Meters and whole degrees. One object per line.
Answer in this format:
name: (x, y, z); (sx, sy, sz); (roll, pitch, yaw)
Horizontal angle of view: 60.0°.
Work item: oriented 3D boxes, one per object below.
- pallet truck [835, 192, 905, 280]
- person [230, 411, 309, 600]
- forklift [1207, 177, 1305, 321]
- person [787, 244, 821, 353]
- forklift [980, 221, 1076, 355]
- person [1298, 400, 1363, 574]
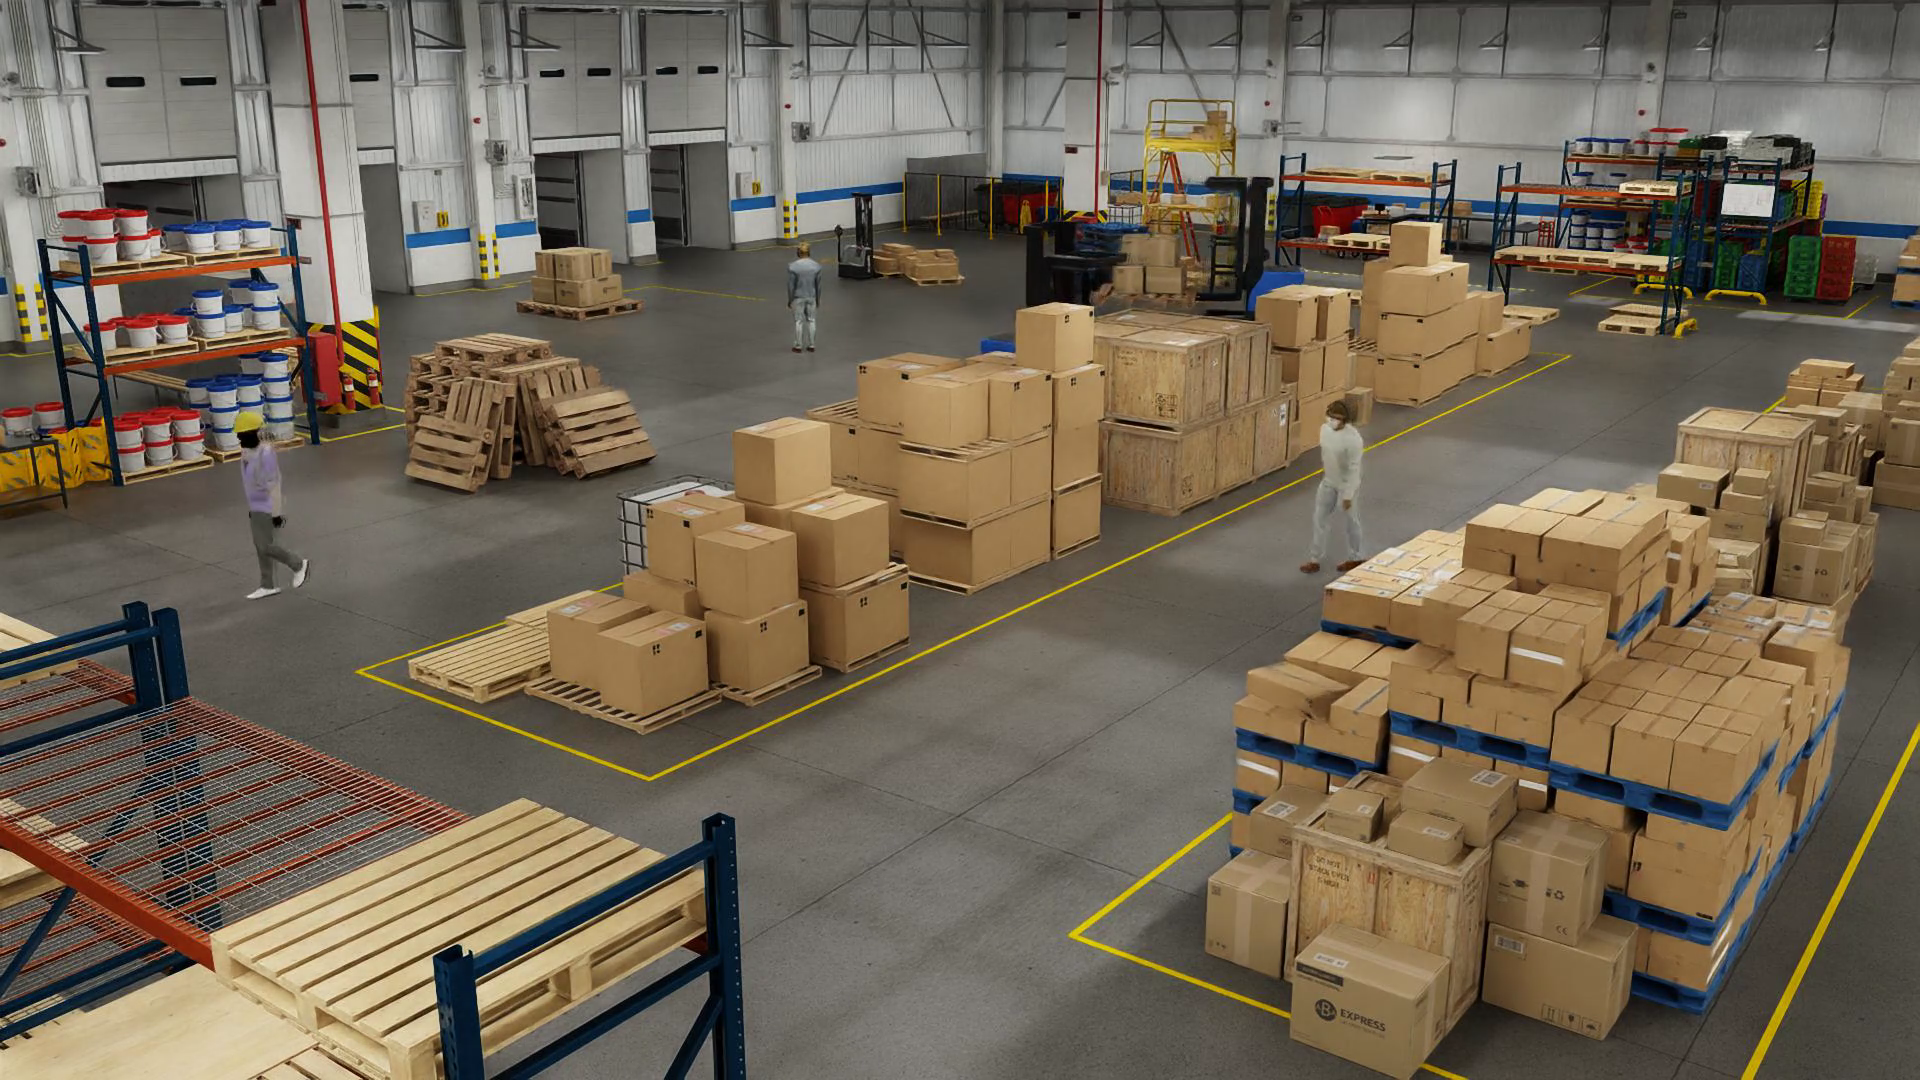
pallet truck: (-1.936, -7.159, 38.982); (1.885, 1.965, 0.823); (-12, 21, -34)
person: (-6.923, -0.356, 16.595); (0.612, 1.913, 0.537); (15, 22, 40)
forklift: (5.812, -5.651, 32.486); (1.873, 2.768, 1.129); (3, 17, 10)
person: (-2.767, -4.294, 29.621); (0.638, 1.928, 0.373); (-9, 19, -27)
forklift: (1.306, -3.307, 24.724); (1.873, 2.768, 1.129); (12, 21, 35)
person: (3.906, -0.539, 17.236); (0.911, 1.886, 0.650); (-10, 19, -30)
